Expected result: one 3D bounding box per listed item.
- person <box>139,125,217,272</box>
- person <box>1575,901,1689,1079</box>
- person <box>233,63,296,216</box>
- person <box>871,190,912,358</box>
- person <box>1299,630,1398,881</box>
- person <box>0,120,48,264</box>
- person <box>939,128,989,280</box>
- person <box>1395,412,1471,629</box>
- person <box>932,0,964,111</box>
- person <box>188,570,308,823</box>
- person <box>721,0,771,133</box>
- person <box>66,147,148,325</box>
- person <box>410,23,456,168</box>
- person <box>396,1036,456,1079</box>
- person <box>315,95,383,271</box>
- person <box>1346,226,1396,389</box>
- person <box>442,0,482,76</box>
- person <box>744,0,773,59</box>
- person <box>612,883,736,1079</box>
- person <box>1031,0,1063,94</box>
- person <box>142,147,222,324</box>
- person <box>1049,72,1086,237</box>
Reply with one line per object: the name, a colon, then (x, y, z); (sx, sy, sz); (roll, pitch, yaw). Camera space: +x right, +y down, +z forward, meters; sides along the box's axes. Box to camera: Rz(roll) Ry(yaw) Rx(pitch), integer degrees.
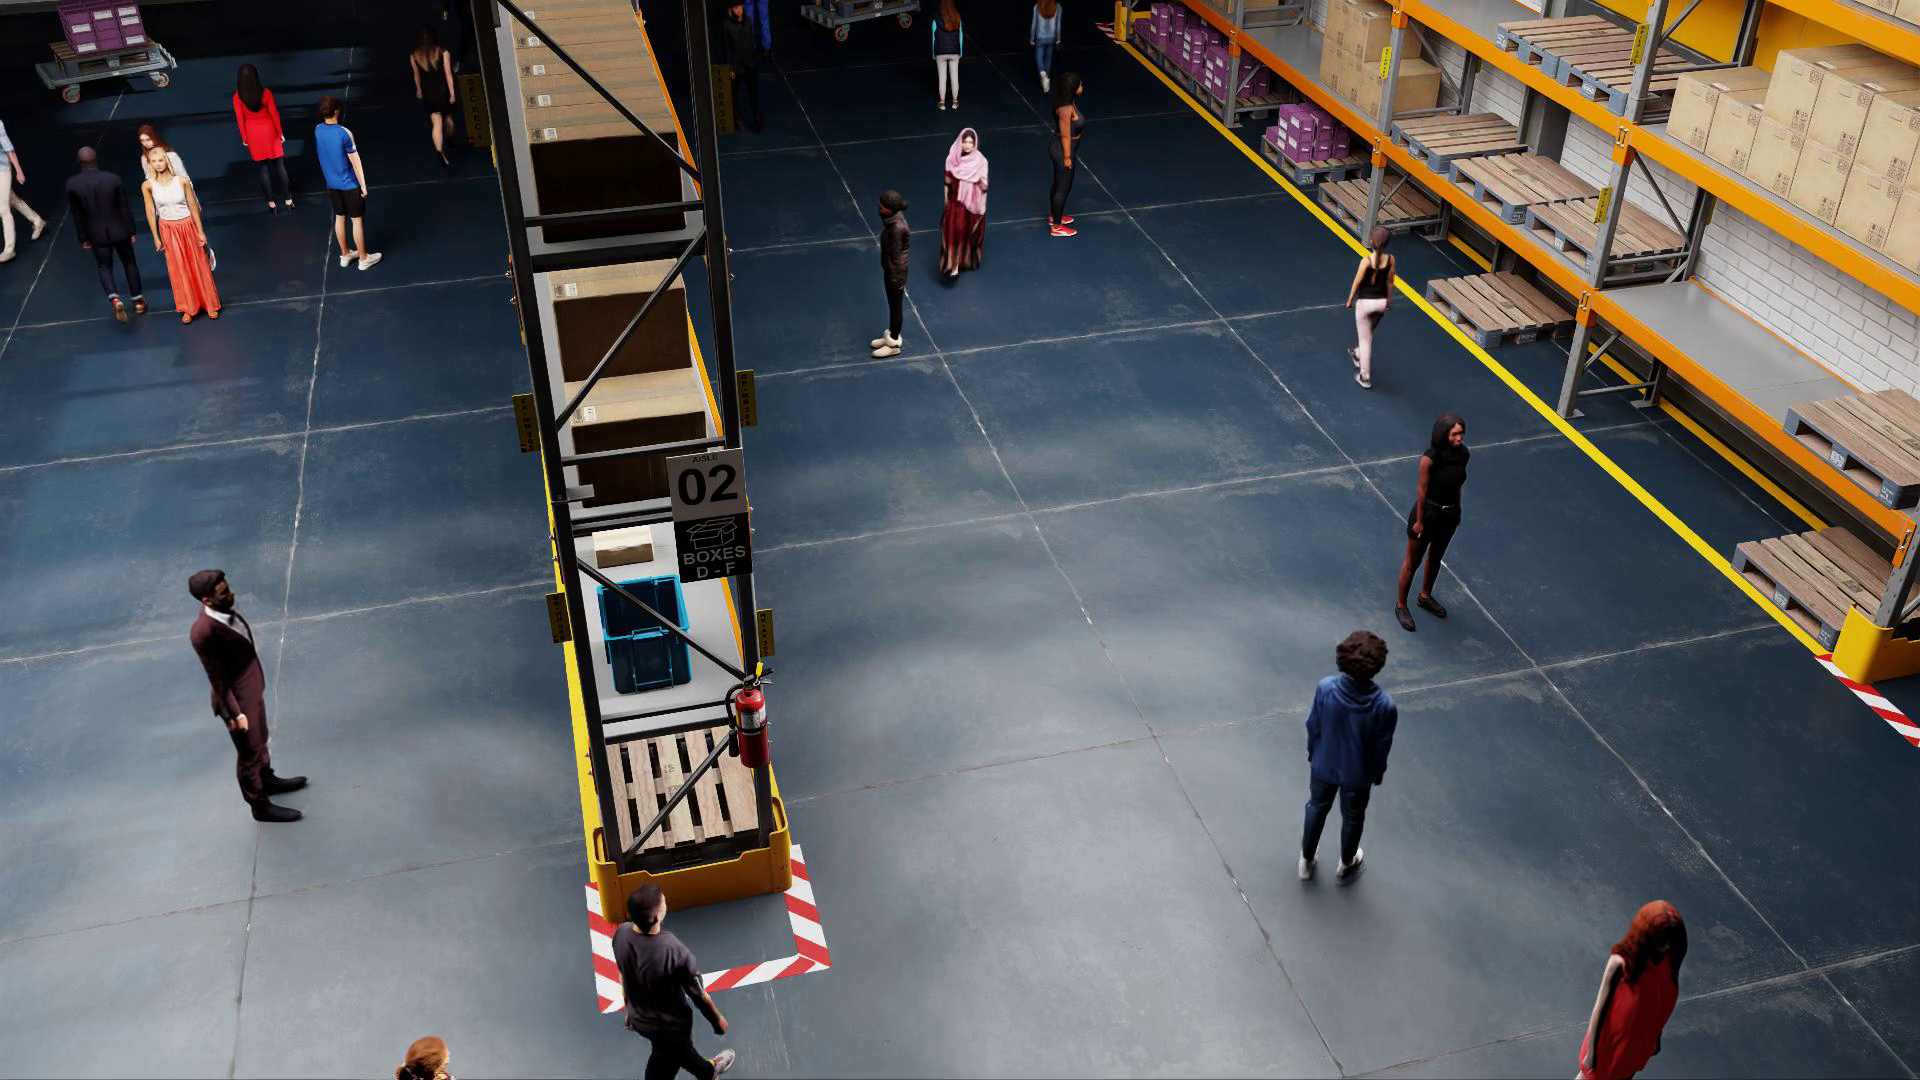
person: (-8.227, -3.587, 17.508); (0.712, 1.708, 0.765); (-1, 34, -2)
person: (3.292, 2.471, 8.286); (0.589, 1.828, 0.498); (-9, 35, -14)
person: (-7.938, -4.572, 18.953); (0.659, 1.748, 0.654); (-14, 36, -20)
person: (-0.616, -2.587, 16.045); (0.634, 1.661, 0.584); (10, 35, 15)
person: (2.309, 1.316, 10.015); (0.853, 1.836, 0.911); (18, 37, 24)
person: (-10.398, -4.026, 18.070); (1.049, 1.817, 1.290); (8, 34, 11)
person: (0.067, -3.615, 17.620); (0.901, 1.631, 1.111); (4, 34, 6)
person: (3.515, -0.165, 12.330); (0.641, 1.741, 0.604); (-18, 38, -25)
person: (-0.165, -6.469, 22.031); (0.595, 1.501, 0.611); (-4, 34, -6)
person: (-4.566, 0.967, 10.514); (0.753, 1.865, 0.561); (-6, 34, -8)
person: (-2.854, -6.121, 21.280); (0.790, 1.752, 1.002); (-19, 38, -26)
person: (-8.466, -2.996, 16.547); (0.806, 1.788, 1.037); (-14, 36, -20)
person: (-6.334, -5.324, 20.180); (0.734, 1.643, 1.160); (-2, 34, -4)
person: (-2.560, 2.911, 8.110); (0.803, 1.289, 0.856); (-25, 41, -32)
person: (-6.582, -3.815, 17.707); (0.725, 1.866, 0.748); (9, 35, 14)
person: (3.862, -2.148, 15.489); (0.531, 1.547, 0.847); (-9, 35, -13)
person: (-6.823, -7.334, 23.200); (1.124, 1.648, 1.181); (20, 39, 27)
person: (-2.955, -7.833, 23.800); (0.665, 1.813, 0.567); (-7, 34, -11)
person: (-1.552, 2.490, 8.356); (1.182, 1.718, 1.188); (21, 39, 28)
person: (1.174, -6.784, 22.541); (0.618, 1.461, 0.872); (-5, 34, -7)
person: (-7.794, -3.054, 16.621); (0.670, 1.802, 0.624); (-14, 36, -20)
person: (1.152, -4.311, 18.503); (0.767, 1.812, 0.628); (-1, 34, -2)
